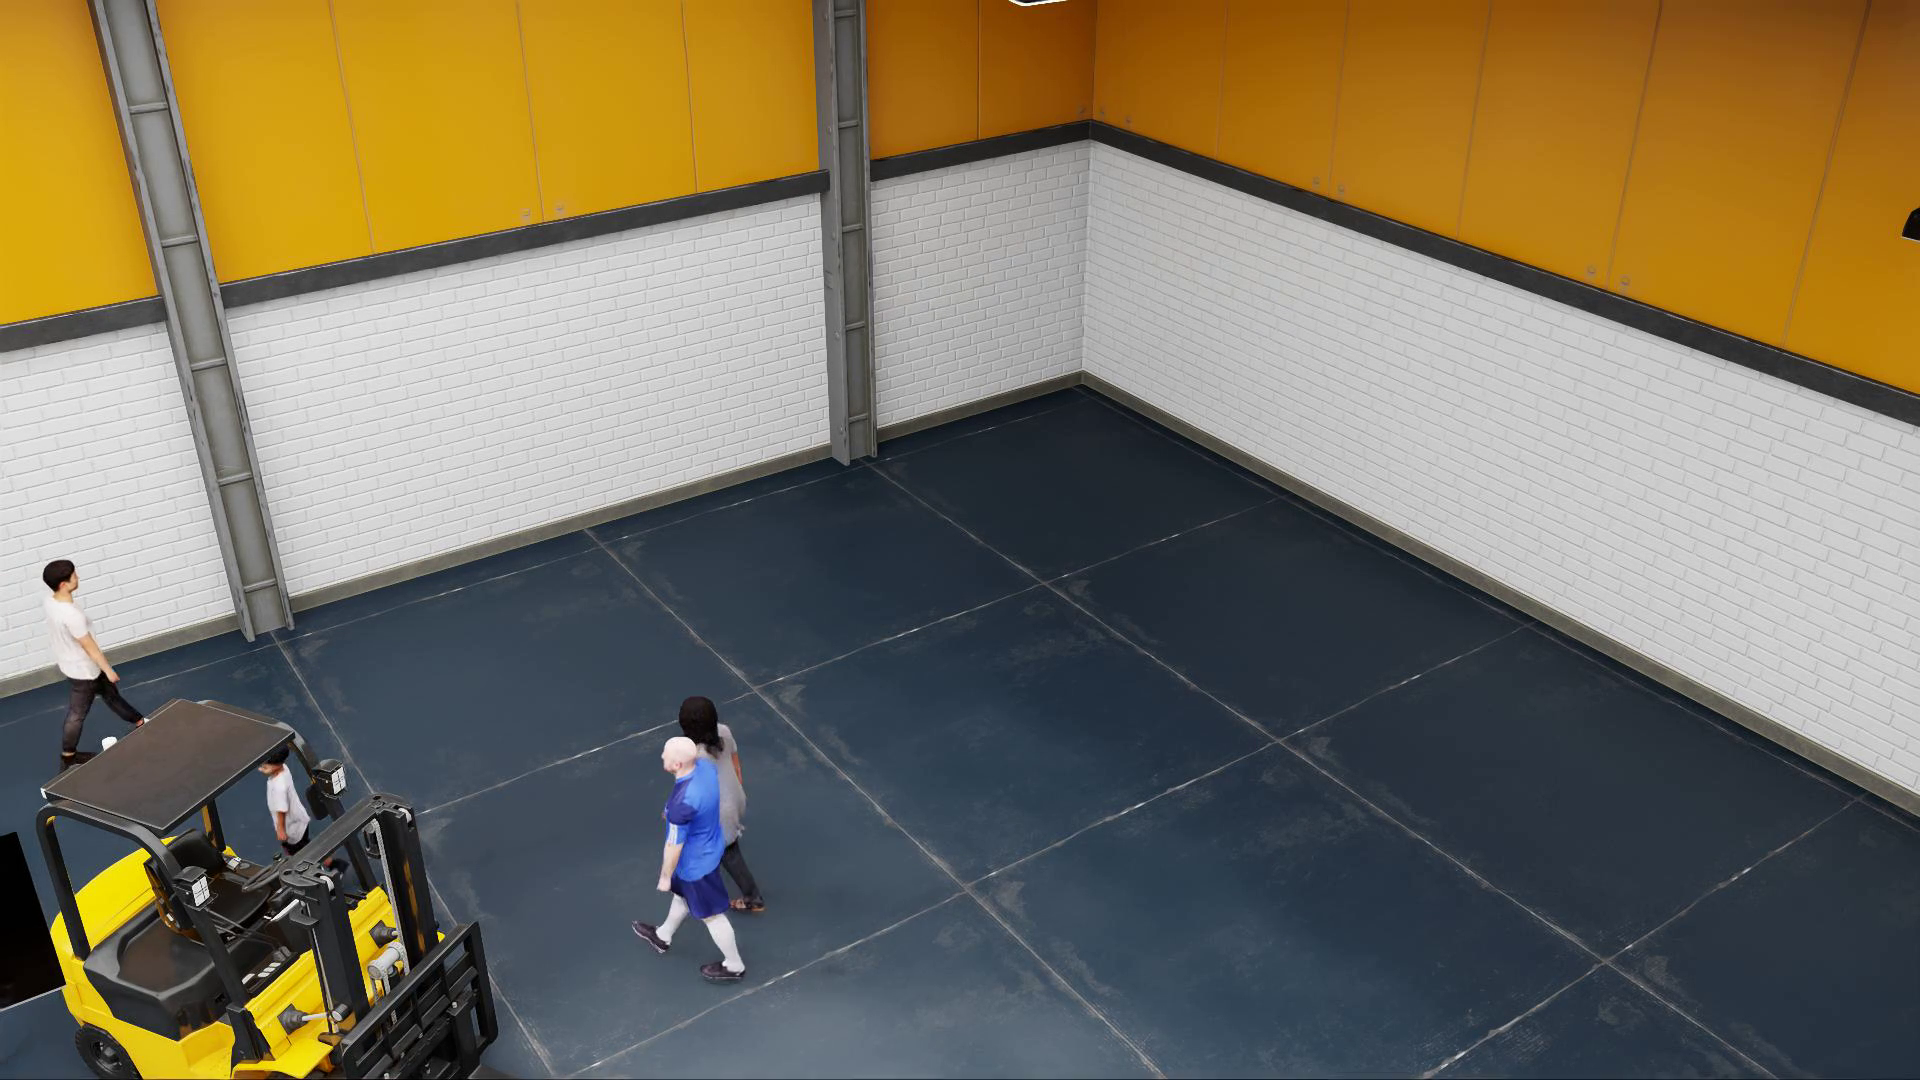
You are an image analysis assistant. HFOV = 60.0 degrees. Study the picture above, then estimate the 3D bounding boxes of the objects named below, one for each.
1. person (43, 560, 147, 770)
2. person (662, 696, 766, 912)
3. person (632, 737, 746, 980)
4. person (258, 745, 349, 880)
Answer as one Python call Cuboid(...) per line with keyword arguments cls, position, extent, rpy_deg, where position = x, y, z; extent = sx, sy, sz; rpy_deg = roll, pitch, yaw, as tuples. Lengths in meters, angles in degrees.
Cuboid(cls="person", position=(-6.614, 0.956, 12.359), extent=(1.087, 1.680, 0.713), rpy_deg=(-22, 35, -34))
Cuboid(cls="person", position=(-1.553, 1.777, 10.975), extent=(1.073, 1.562, 1.069), rpy_deg=(8, 30, 14))
Cuboid(cls="person", position=(-1.560, 1.995, 10.318), extent=(1.147, 1.809, 1.074), rpy_deg=(4, 29, 7))
Cuboid(cls="person", position=(-4.444, 1.841, 11.183), extent=(0.791, 1.251, 0.579), rpy_deg=(-11, 30, -19))
